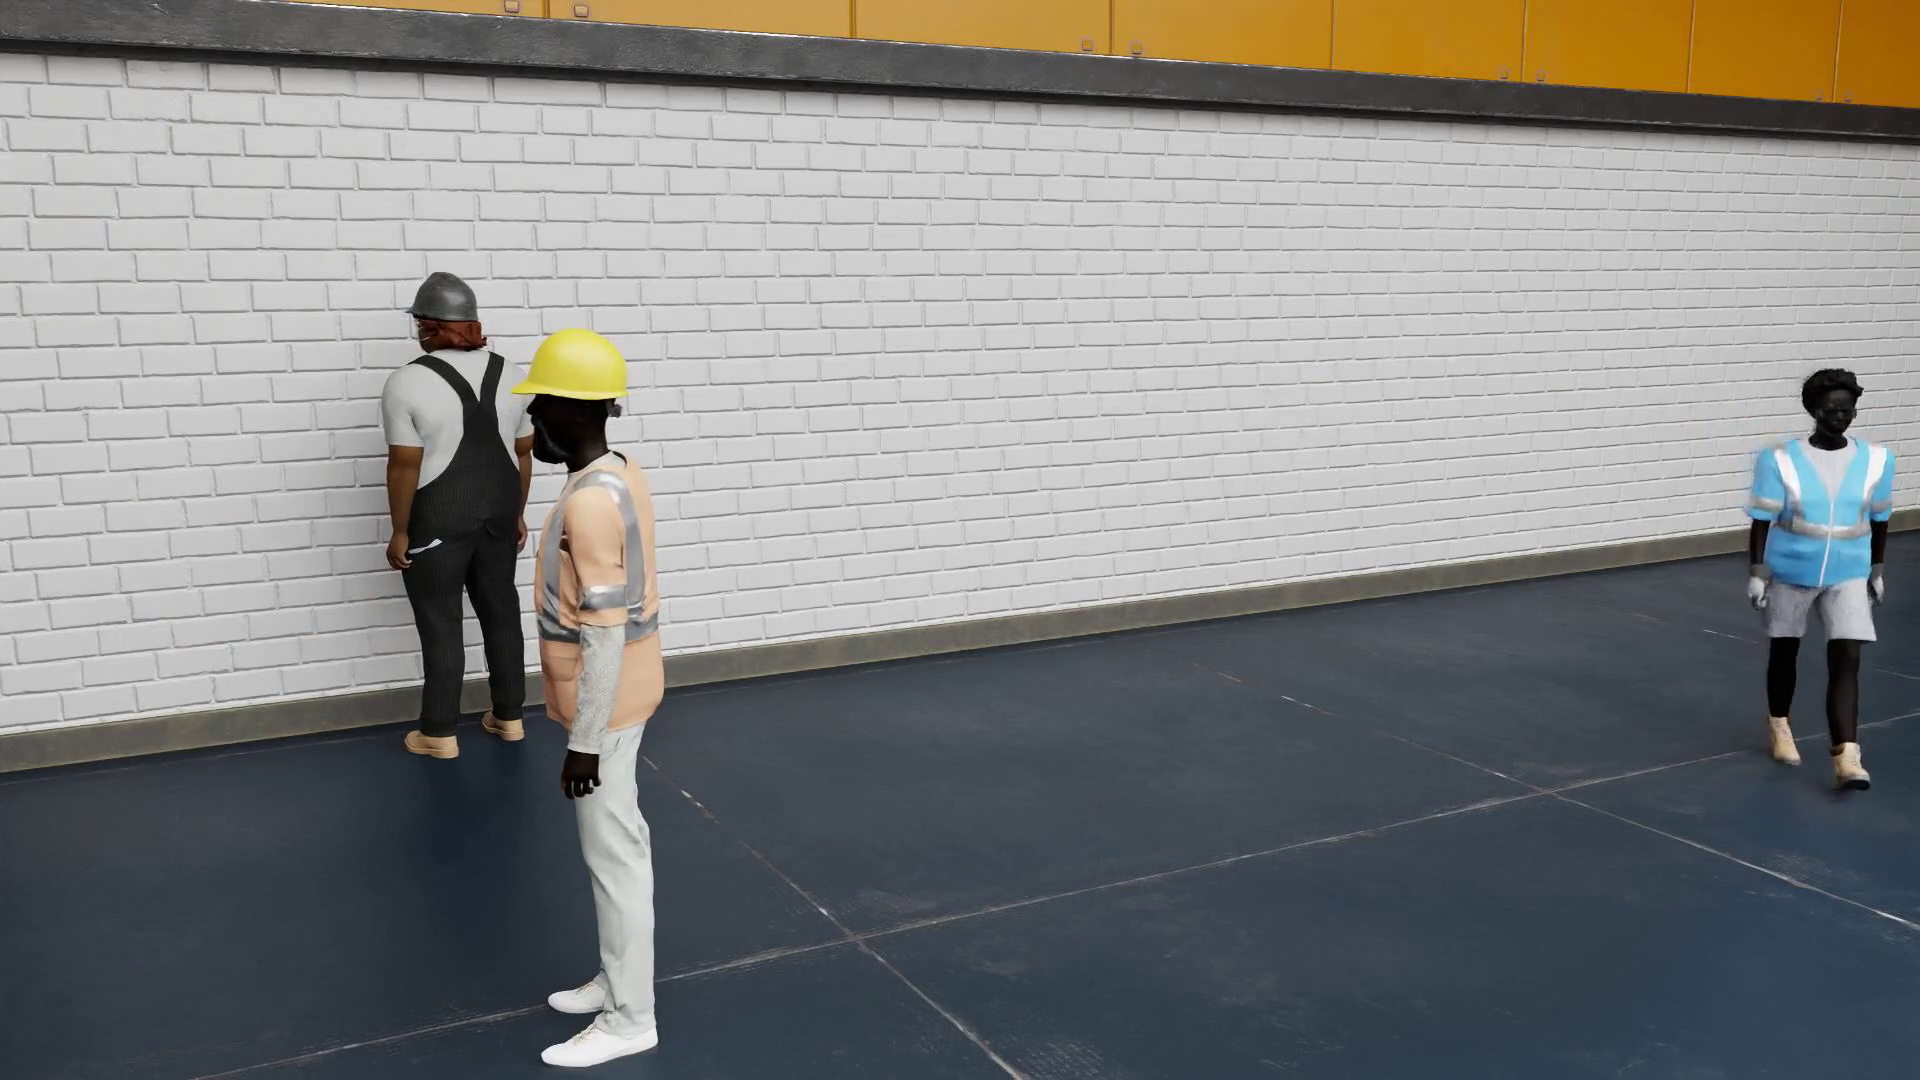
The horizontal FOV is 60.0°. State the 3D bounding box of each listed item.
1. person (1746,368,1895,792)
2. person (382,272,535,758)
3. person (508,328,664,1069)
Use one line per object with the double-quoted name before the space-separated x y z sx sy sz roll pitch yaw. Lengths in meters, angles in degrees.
"person" 3.413 0.158 6.601 0.553 1.656 0.845 3 10 15
"person" -2.162 -0.110 7.077 0.539 2.000 0.689 9 13 40
"person" -0.963 0.414 4.378 0.364 1.930 0.588 -2 10 -9
